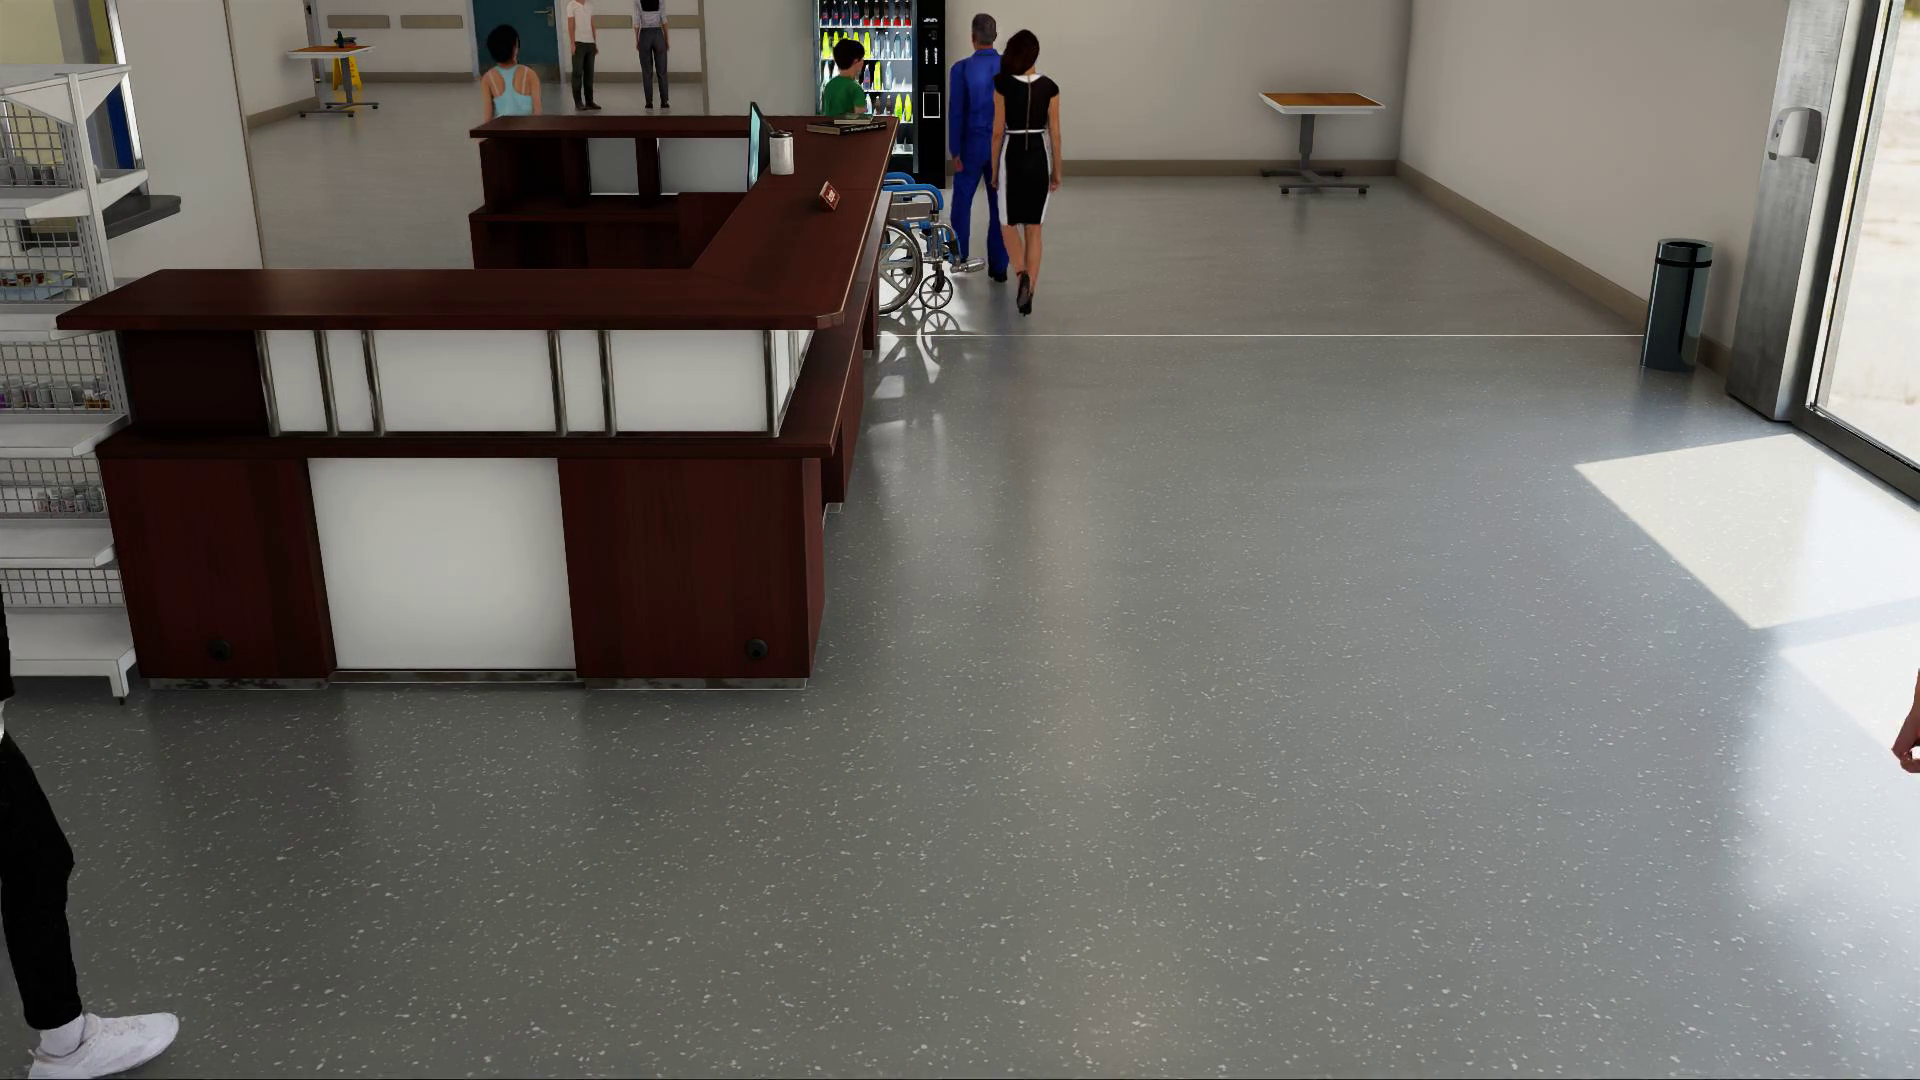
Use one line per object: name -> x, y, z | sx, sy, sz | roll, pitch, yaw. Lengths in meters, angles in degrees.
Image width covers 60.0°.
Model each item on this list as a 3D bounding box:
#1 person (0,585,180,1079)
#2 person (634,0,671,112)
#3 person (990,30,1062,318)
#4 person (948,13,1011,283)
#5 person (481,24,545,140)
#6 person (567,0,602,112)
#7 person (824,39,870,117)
person -> -2.188, 0.405, 3.411 | 1.173, 1.795, 1.011 | -10, 23, -25
person -> -4.048, -6.548, 21.854 | 0.513, 1.734, 0.691 | -4, 21, -10
person -> 0.413, -2.268, 10.481 | 0.649, 1.786, 0.701 | -1, 21, -4
person -> 0.211, -2.707, 11.615 | 0.985, 1.803, 0.915 | -4, 21, -12
person -> -3.064, -2.646, 11.525 | 0.593, 1.753, 0.672 | 0, 21, -1
person -> -4.958, -6.501, 21.842 | 0.713, 1.654, 0.655 | 19, 28, 41
person -> -0.863, -2.722, 11.885 | 0.714, 1.641, 0.692 | -12, 24, -29
